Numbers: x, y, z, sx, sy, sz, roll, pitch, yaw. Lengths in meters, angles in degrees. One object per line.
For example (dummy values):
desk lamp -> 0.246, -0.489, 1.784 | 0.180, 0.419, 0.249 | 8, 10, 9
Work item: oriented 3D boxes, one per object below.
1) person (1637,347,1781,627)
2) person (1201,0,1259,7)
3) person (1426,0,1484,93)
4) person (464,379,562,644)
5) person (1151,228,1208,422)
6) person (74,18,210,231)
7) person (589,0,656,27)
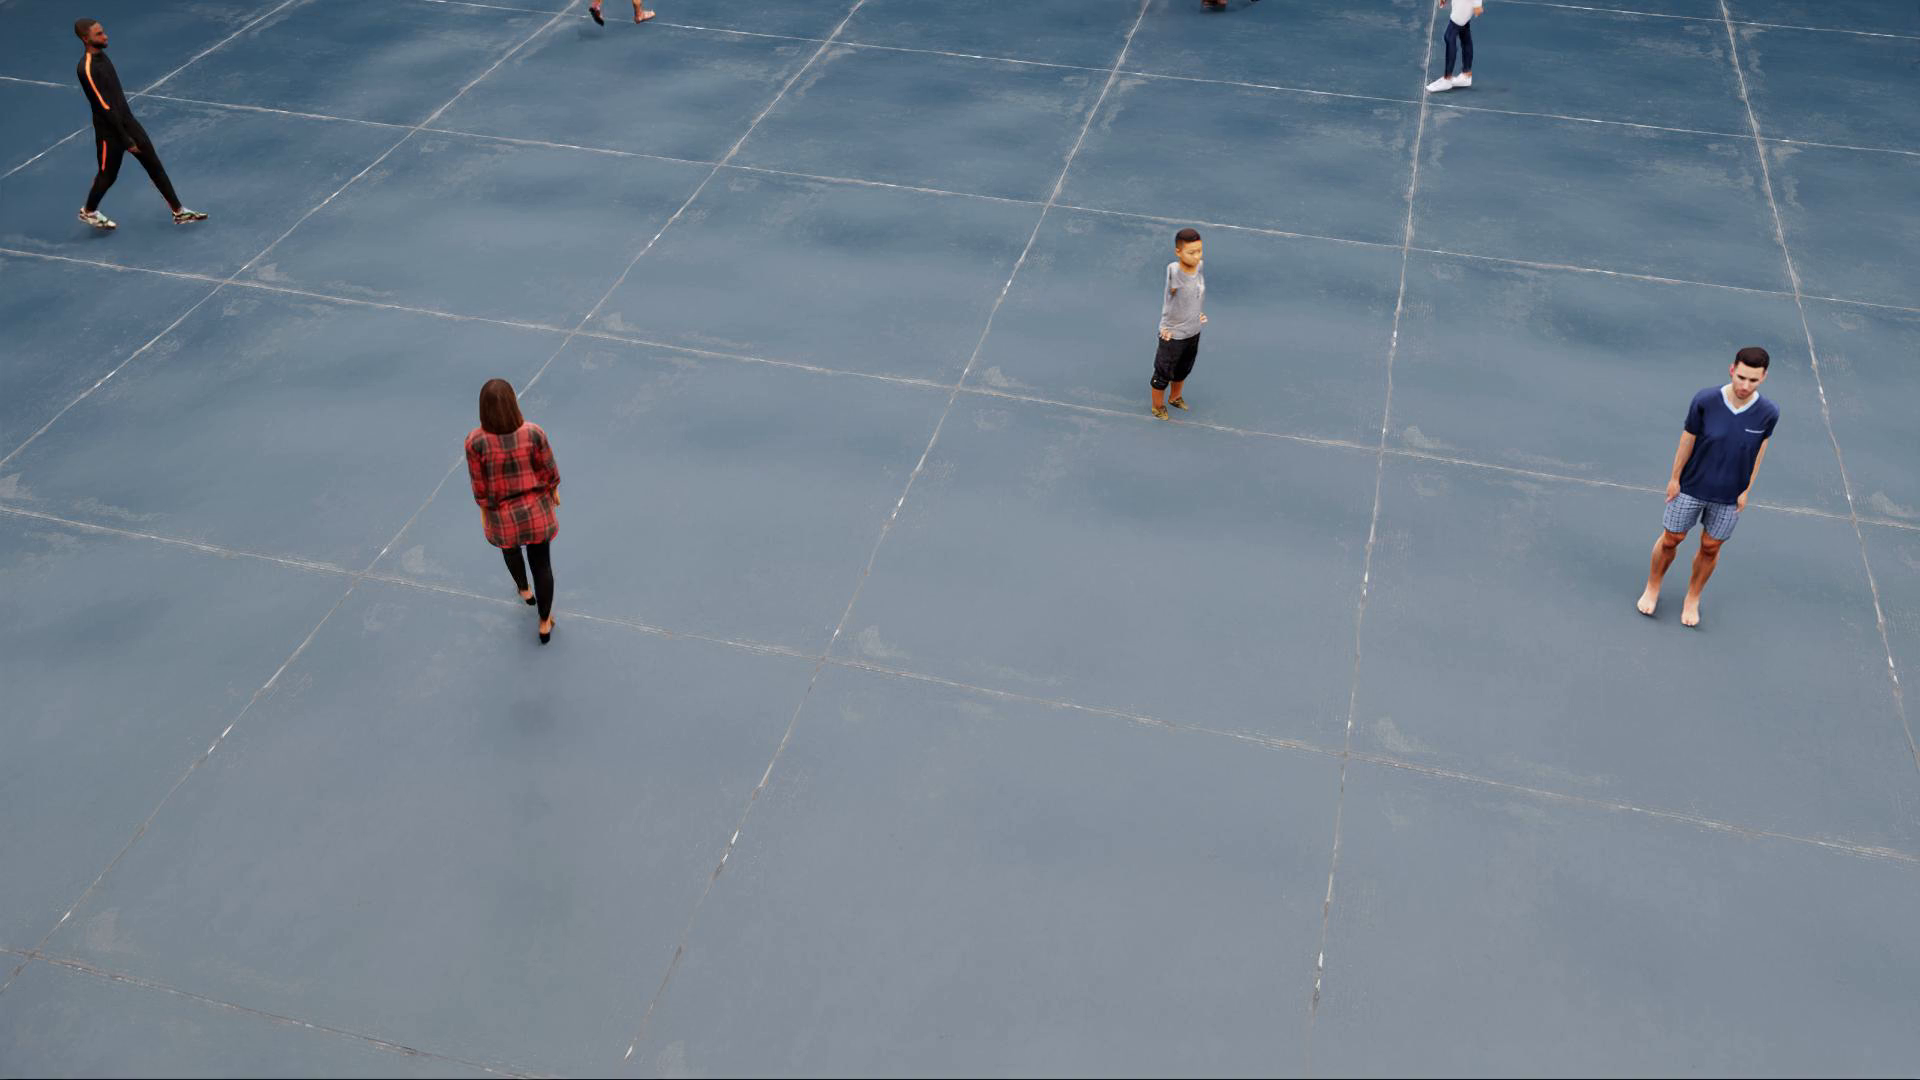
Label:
person -> 4.285, -0.323, 9.474 | 0.619, 1.843, 0.566 | 13, 40, 16
person -> 2.833, -6.464, 17.322 | 1.249, 1.843, 1.115 | -22, 43, -26
person -> 4.820, -5.100, 15.658 | 0.850, 1.748, 0.807 | -9, 39, -12
person -> -2.473, -0.114, 9.335 | 0.821, 1.686, 0.918 | -8, 39, -10
person -> 1.500, -1.505, 11.299 | 0.612, 1.455, 0.709 | -27, 45, -30
person -> -6.844, -3.248, 13.277 | 0.889, 1.763, 1.229 | -1, 38, -1
person -> -3.514, -6.026, 16.881 | 0.877, 1.698, 1.081 | 29, 47, 32
